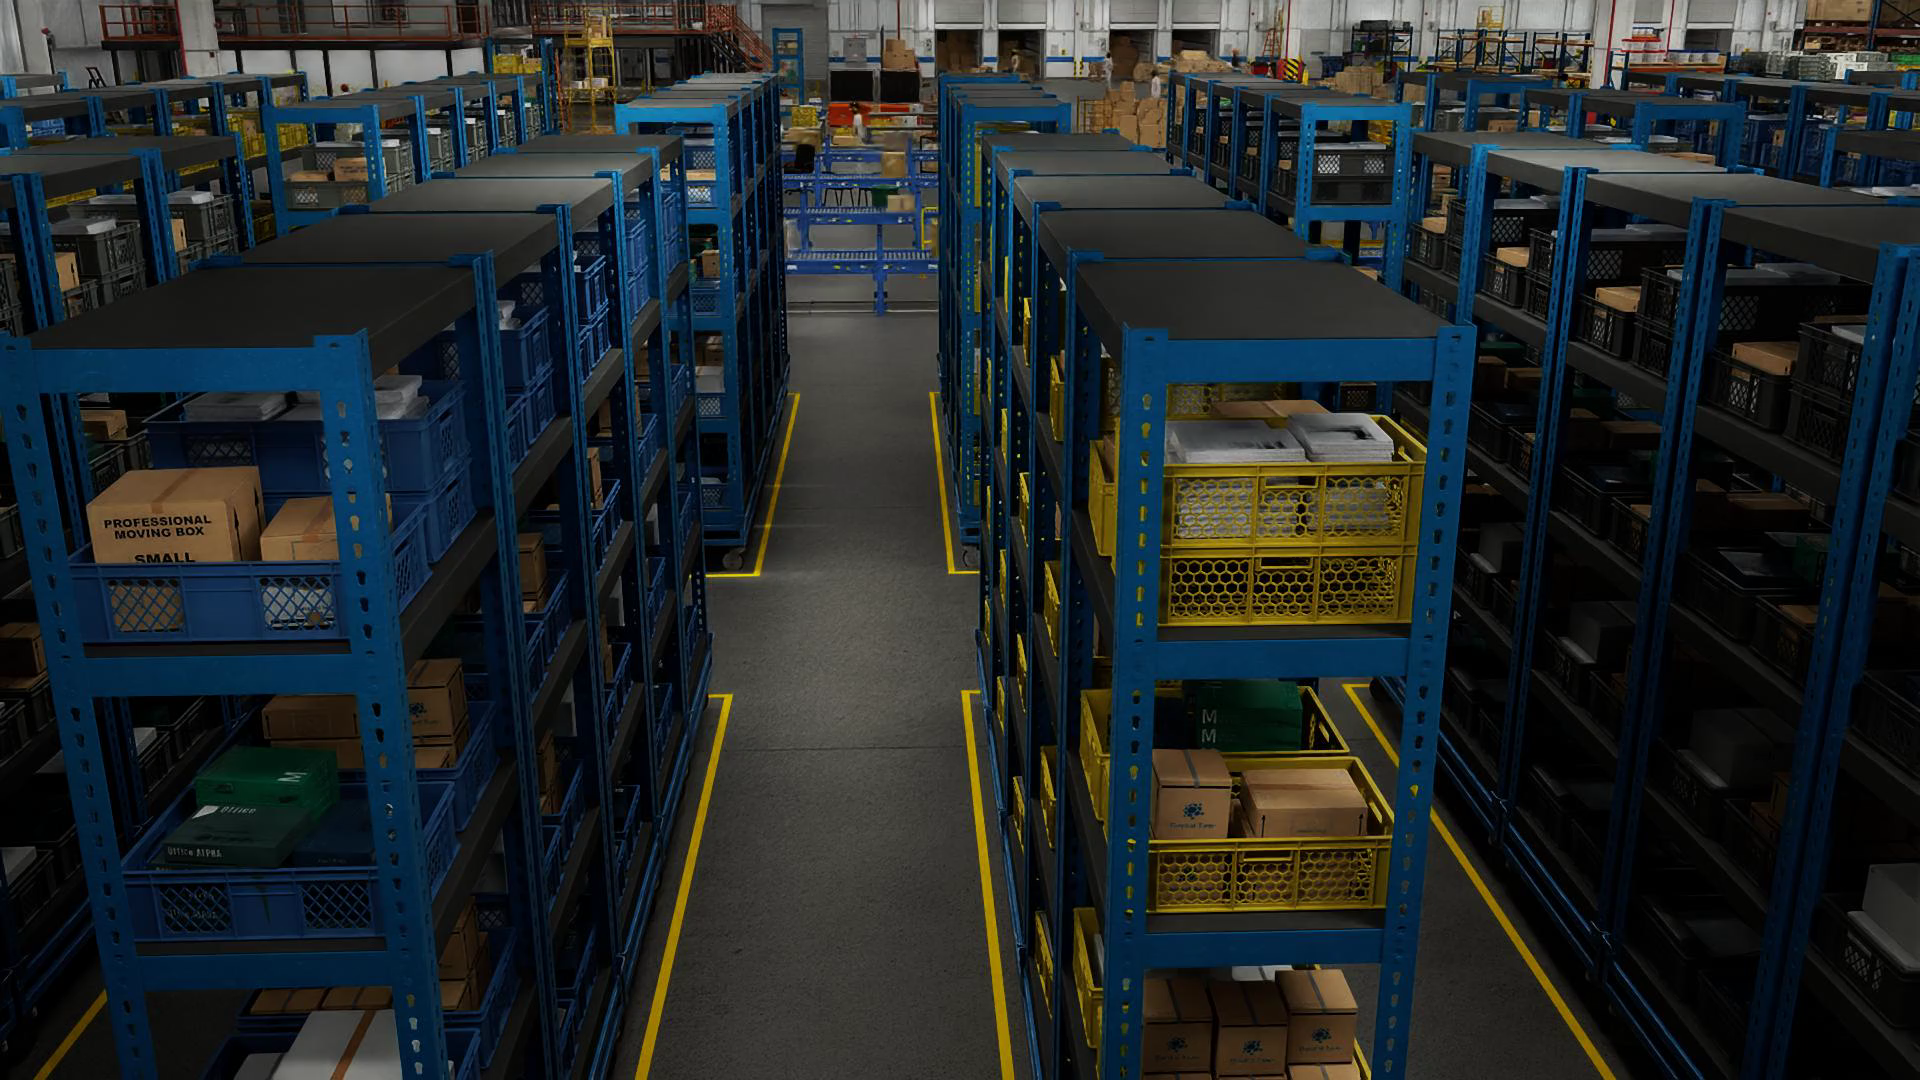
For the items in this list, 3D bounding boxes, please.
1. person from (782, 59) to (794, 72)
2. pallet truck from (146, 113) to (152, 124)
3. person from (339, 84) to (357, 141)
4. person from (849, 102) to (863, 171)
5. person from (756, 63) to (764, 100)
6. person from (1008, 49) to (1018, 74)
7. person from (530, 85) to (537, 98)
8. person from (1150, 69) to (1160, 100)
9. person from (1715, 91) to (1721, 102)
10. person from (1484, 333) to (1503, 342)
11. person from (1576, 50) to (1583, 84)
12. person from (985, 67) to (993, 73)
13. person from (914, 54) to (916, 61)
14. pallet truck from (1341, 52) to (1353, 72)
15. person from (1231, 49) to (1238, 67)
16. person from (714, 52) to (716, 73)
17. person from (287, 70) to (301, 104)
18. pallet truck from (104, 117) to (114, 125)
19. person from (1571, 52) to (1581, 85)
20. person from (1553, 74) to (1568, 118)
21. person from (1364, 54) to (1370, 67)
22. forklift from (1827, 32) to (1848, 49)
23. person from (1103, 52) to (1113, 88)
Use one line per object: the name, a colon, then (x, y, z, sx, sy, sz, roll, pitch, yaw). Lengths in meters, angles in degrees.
person: (-9.078, -24.896, 87.844, 0.547, 1.922, 0.397, -12, 22, -33)
pallet truck: (-18.087, -8.309, 36.390, 1.885, 1.965, 0.823, -1, 18, -4)
person: (-19.432, -13.602, 53.053, 0.646, 1.815, 0.967, -3, 18, -10)
person: (-2.716, -10.362, 42.976, 0.406, 1.849, 0.577, -2, 18, -6)
person: (-8.056, -18.029, 66.476, 0.633, 2.004, 1.030, 16, 24, 40)
person: (2.887, -25.567, 89.959, 0.596, 1.901, 0.583, 8, 19, 22)
person: (-15.953, -16.755, 62.648, 0.474, 1.917, 0.581, -5, 18, -14)
person: (7.422, -16.697, 62.503, 0.854, 1.914, 0.638, 7, 19, 21)
person: (25.613, -14.536, 55.843, 0.554, 1.875, 1.012, 8, 20, 25)
person: (6.308, -2.753, 19.394, 0.952, 1.860, 0.678, 0, 18, -1)
person: (33.992, -25.832, 90.881, 0.704, 1.820, 0.553, -11, 21, -31)
person: (1.058, -16.413, 61.399, 0.535, 2.000, 0.685, -1, 18, -2)
person: (-2.785, -26.553, 92.960, 0.977, 1.925, 0.671, 14, 23, 37)
pallet truck: (18.794, -23.123, 82.231, 0.823, 1.965, 1.885, -13, 22, -35)
person: (14.368, -24.536, 86.645, 0.764, 1.972, 0.616, 10, 20, 28)
person: (-13.483, -25.858, 91.177, 0.317, 1.695, 0.540, -1, 18, -2)
person: (-24.828, -16.627, 62.284, 0.600, 1.902, 0.758, 17, 24, 42)
pallet truck: (-18.367, -7.885, 35.078, 1.885, 1.965, 0.823, 1, 18, 2)
person: (33.313, -25.479, 89.952, 0.502, 1.725, 0.466, 17, 25, 42)
person: (23.451, -17.199, 64.420, 0.797, 1.659, 0.554, 6, 19, 19)
person: (20.517, -23.719, 84.349, 0.946, 1.822, 0.555, -9, 20, -25)
forklift: (46.023, -25.321, 87.619, 1.129, 2.768, 1.873, -1, 18, -2)
person: (7.792, -24.792, 87.663, 0.658, 1.817, 0.633, 17, 24, 42)
